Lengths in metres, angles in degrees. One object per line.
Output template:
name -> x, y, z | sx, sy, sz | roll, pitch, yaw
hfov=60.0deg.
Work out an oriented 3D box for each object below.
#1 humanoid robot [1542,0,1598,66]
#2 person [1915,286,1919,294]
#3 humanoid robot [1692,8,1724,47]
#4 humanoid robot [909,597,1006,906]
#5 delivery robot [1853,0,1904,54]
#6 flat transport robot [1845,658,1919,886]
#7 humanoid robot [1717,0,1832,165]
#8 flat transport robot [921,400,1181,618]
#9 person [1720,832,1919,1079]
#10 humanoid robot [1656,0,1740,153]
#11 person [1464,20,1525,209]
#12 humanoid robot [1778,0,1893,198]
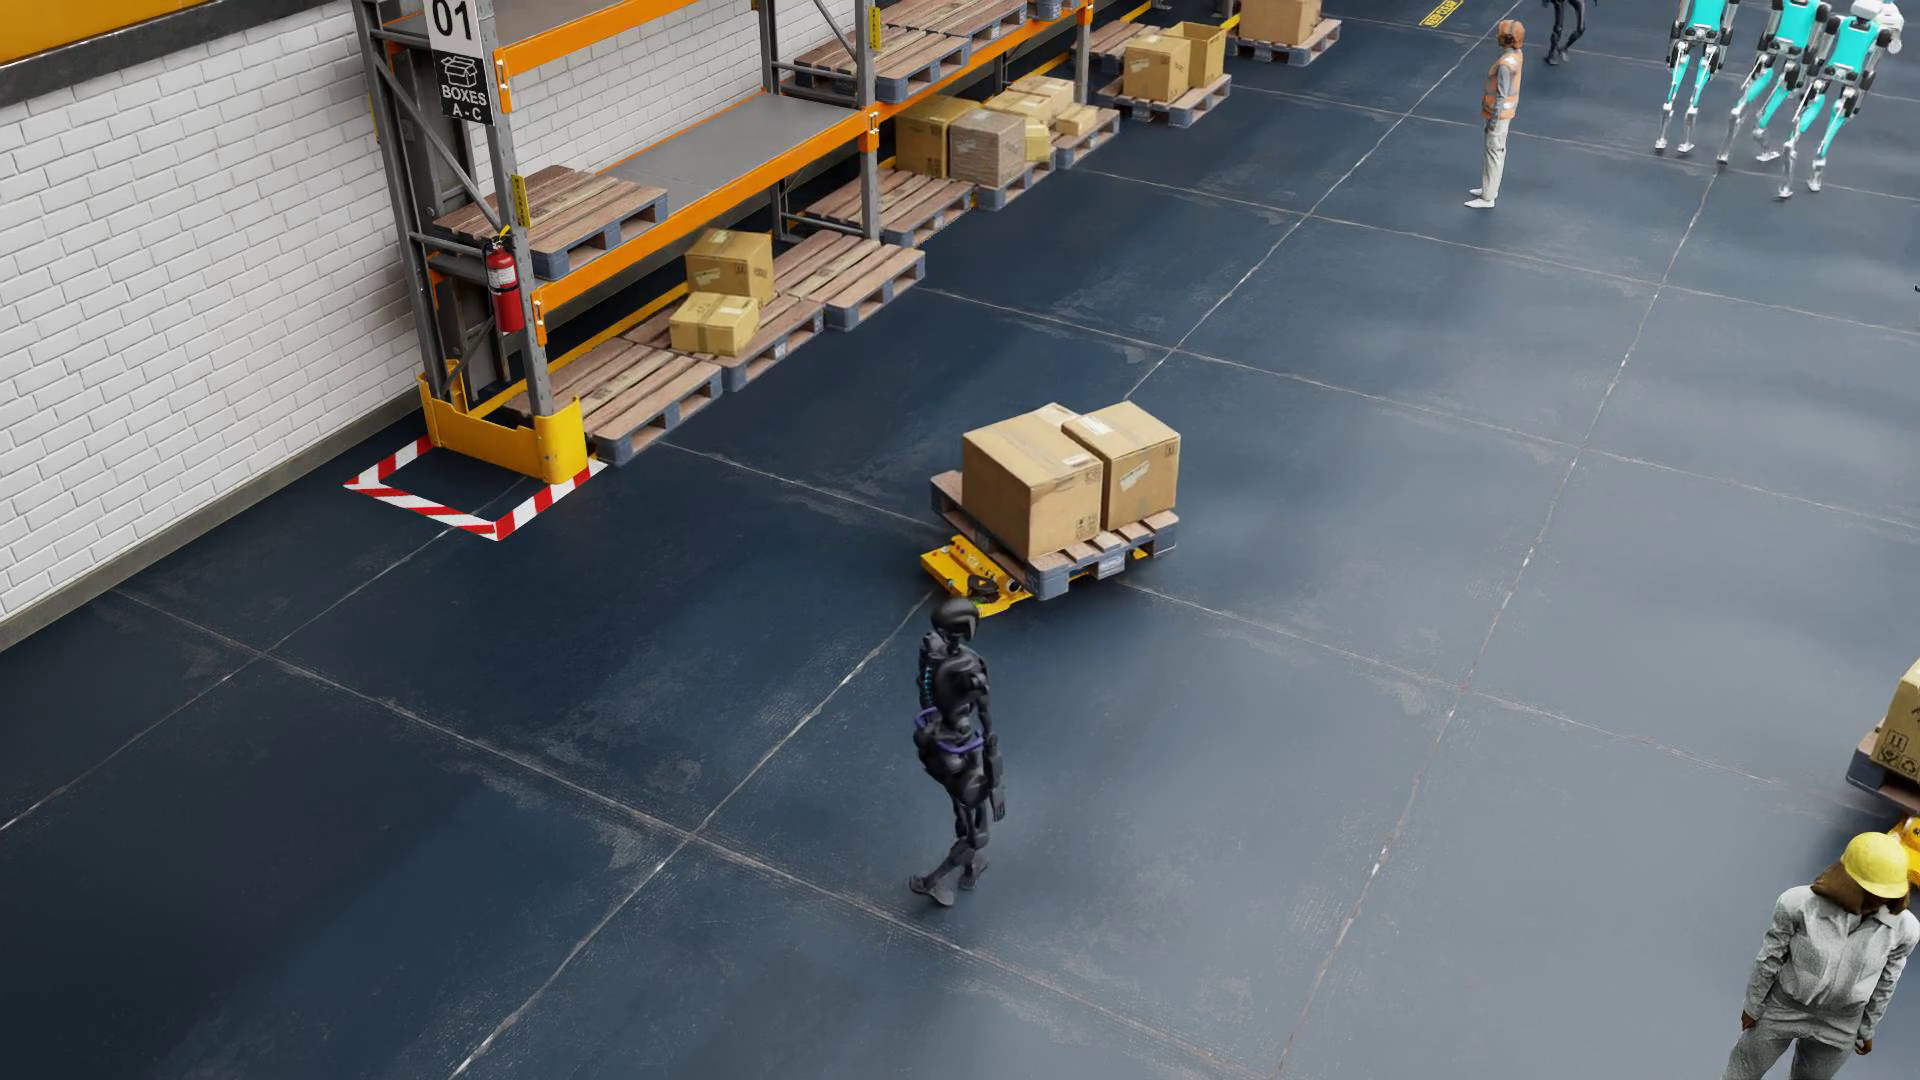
humanoid robot -> 6.567, -5.921, 17.827 | 0.608, 1.641, 0.355 | -5, 34, -7
person -> 8.046, -2.525, 12.563 | 0.953, 1.818, 0.593 | 12, 35, 17
humanoid robot -> 8.448, -6.358, 18.492 | 0.598, 1.639, 0.535 | 21, 39, 29
humanoid robot -> -0.033, 0.965, 7.435 | 0.498, 1.641, 0.610 | -20, 38, -27
delivery robot -> 10.336, -5.819, 18.686 | 0.499, 0.587, 0.758 | 9, 35, 14
flat transport robot -> 5.090, 1.330, 8.136 | 1.431, 0.231, 0.659 | -28, 43, -35
humanoid robot -> 7.375, -4.207, 15.223 | 1.017, 1.770, 0.555 | -23, 40, -31
flat transport robot -> 0.536, 0.027, 10.107 | 1.431, 0.231, 0.659 | -20, 38, -27
person -> 3.151, 1.754, 6.154 | 0.486, 1.746, 0.287 | 8, 34, 11
humanoid robot -> 6.810, -4.452, 15.464 | 0.531, 1.690, 0.738 | 17, 37, 24
person -> 4.694, -3.711, 14.518 | 0.307, 1.639, 0.522 | 14, 36, 20
humanoid robot -> 7.605, -3.783, 14.567 | 0.579, 1.789, 0.887 | 21, 39, 29
